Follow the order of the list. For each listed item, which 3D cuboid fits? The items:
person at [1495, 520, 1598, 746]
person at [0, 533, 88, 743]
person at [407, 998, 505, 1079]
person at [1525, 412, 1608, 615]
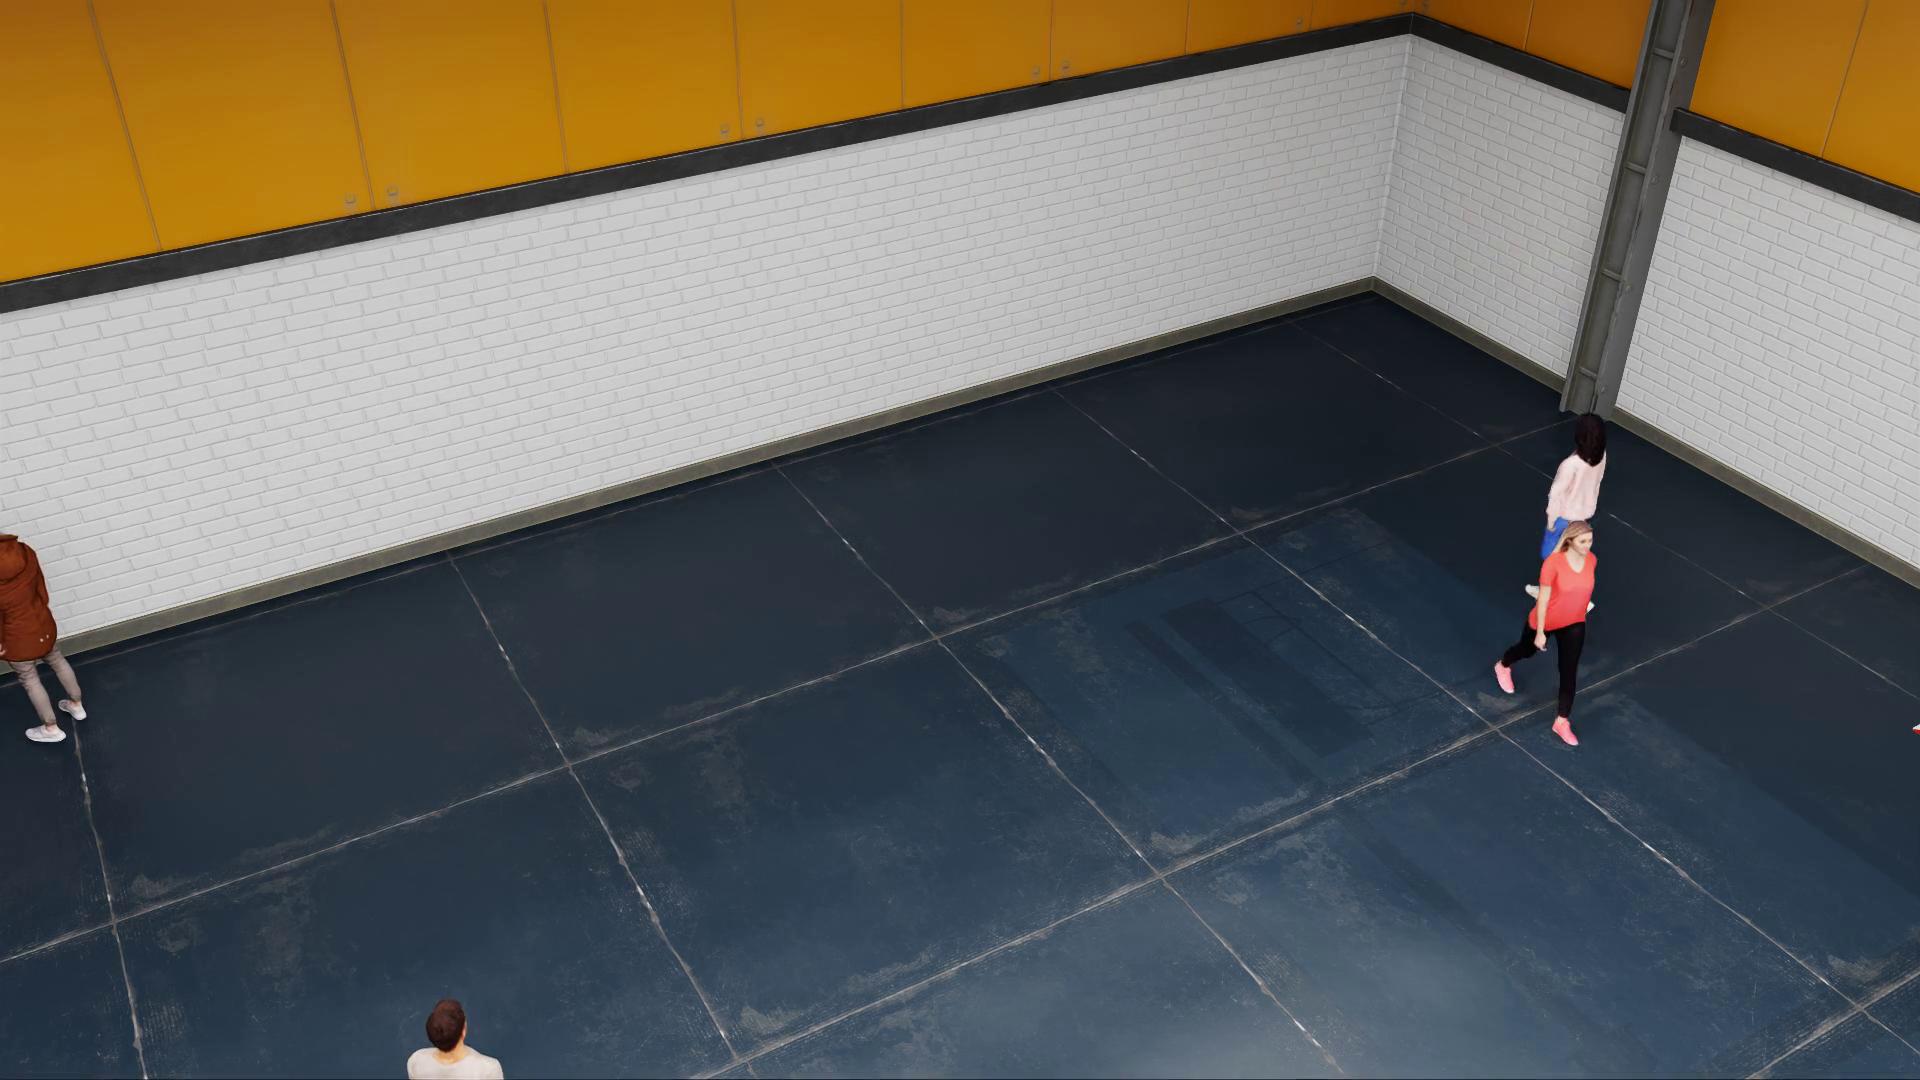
[{"bbox_3d":[4.186,0.560,11.890,0.859,1.654,1.224,-6,34,-9],"label":"person"},{"bbox_3d":[-6.564,0.605,11.657,0.905,1.838,0.851,10,35,15],"label":"person"},{"bbox_3d":[-2.371,2.925,8.138,0.743,1.867,0.763,2,34,3],"label":"person"},{"bbox_3d":[4.779,-0.144,12.858,0.647,1.755,0.923,-17,37,-23],"label":"person"}]
